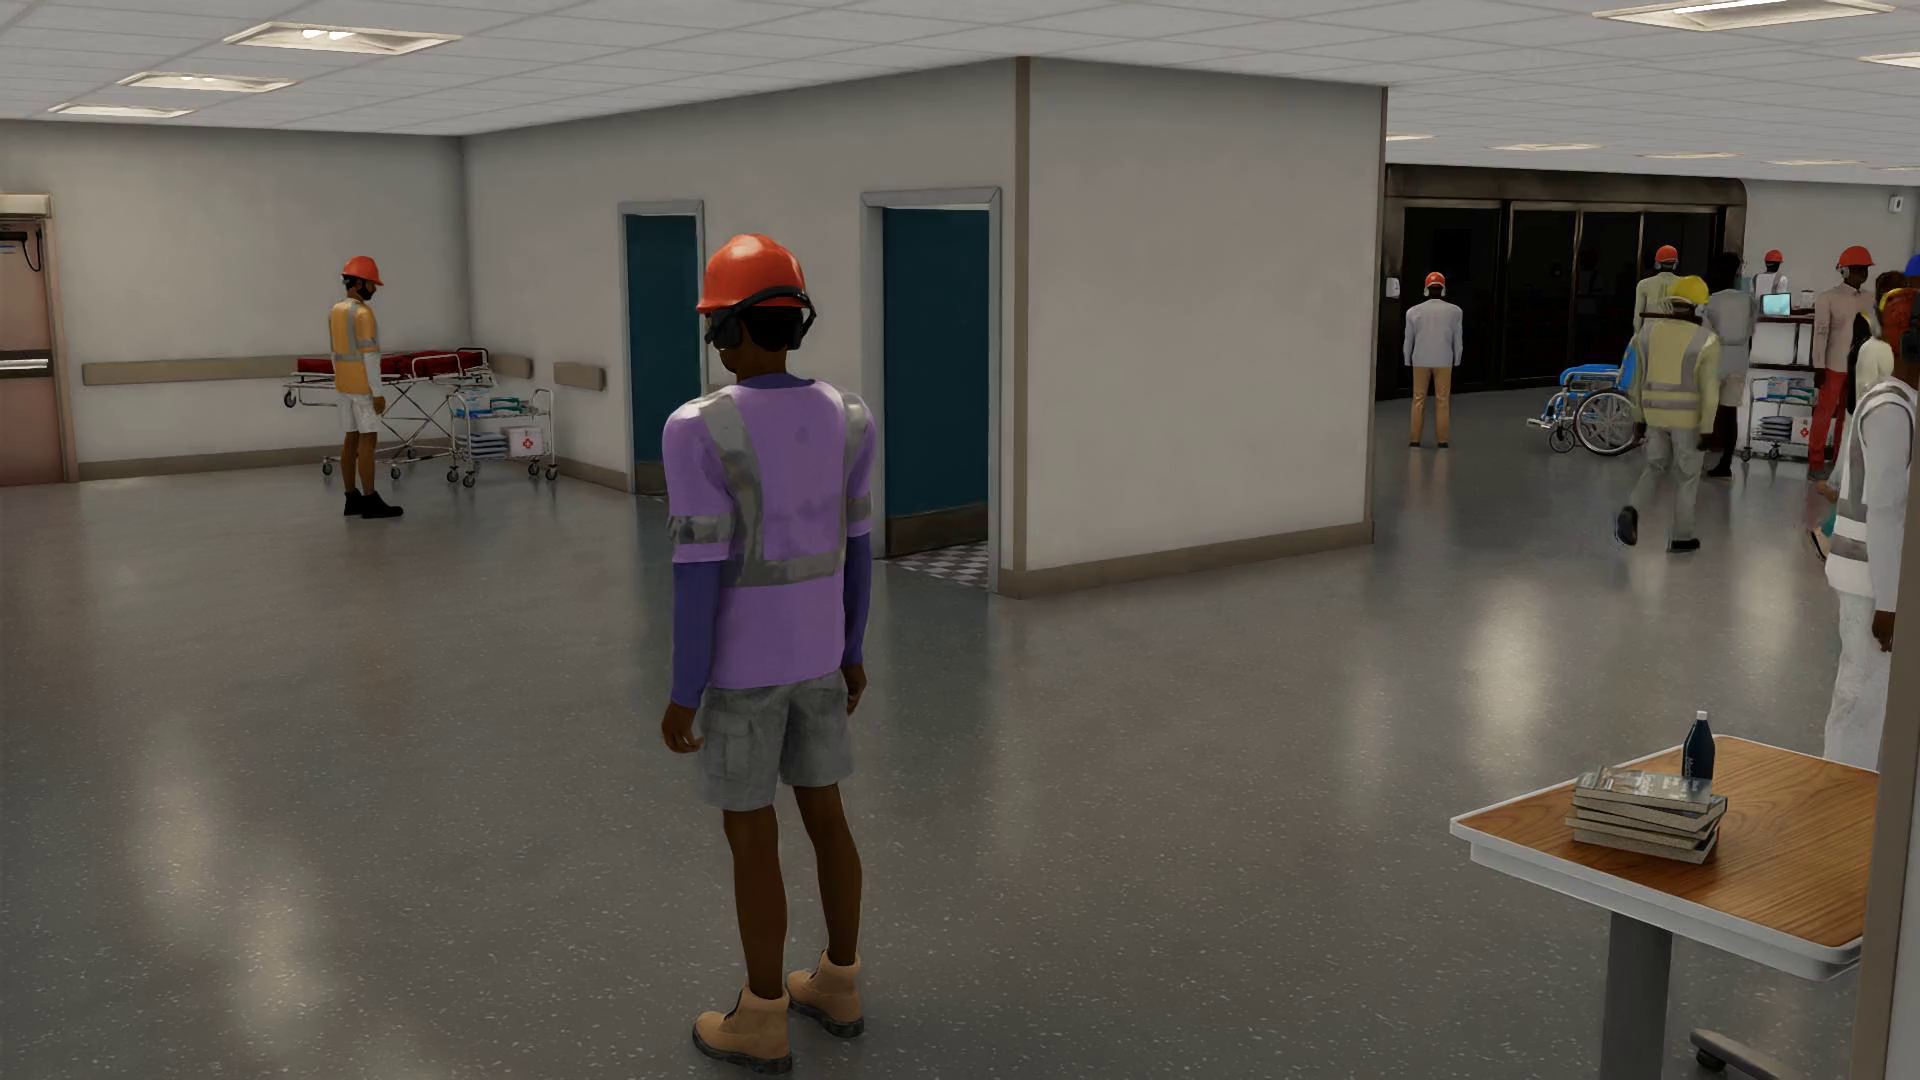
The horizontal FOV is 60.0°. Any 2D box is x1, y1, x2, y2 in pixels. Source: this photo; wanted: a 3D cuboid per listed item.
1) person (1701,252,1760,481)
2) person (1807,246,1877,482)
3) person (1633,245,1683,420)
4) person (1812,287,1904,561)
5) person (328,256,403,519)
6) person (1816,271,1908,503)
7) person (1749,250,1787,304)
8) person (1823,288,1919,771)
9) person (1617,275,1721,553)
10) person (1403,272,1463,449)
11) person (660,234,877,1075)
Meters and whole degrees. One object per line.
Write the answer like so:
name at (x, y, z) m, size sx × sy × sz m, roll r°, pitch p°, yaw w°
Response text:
person at (6.498, -1.488, 14.301) m, size 0.612 × 1.940 × 0.679 m, roll -1°, pitch 10°, yaw -5°
person at (7.478, -1.474, 14.062) m, size 0.611 × 1.997 × 0.375 m, roll -3°, pitch 11°, yaw -17°
person at (7.934, -2.320, 18.801) m, size 0.615 × 1.997 × 0.373 m, roll 4°, pitch 11°, yaw 21°
person at (5.585, -0.656, 10.133) m, size 0.549 × 1.752 × 0.443 m, roll -7°, pitch 12°, yaw -36°
person at (-4.411, -1.123, 12.293) m, size 0.543 × 1.927 × 0.384 m, roll 10°, pitch 14°, yaw 43°
person at (6.982, -1.135, 12.689) m, size 0.663 × 1.802 × 0.899 m, roll 0°, pitch 10°, yaw -2°
person at (11.655, -3.211, 24.004) m, size 0.392 × 1.929 × 0.546 m, roll -7°, pitch 12°, yaw -34°
person at (2.957, 0.149, 5.295) m, size 0.360 × 1.883 × 0.574 m, roll 6°, pitch 12°, yaw 32°
person at (4.619, -0.799, 10.776) m, size 0.593 × 1.820 × 0.606 m, roll -7°, pitch 12°, yaw -34°
person at (4.662, -1.767, 16.414) m, size 0.564 × 1.743 × 0.352 m, roll 3°, pitch 11°, yaw 18°
person at (-0.485, 0.281, 4.102) m, size 0.393 × 2.041 × 0.614 m, roll 10°, pitch 14°, yaw 43°
